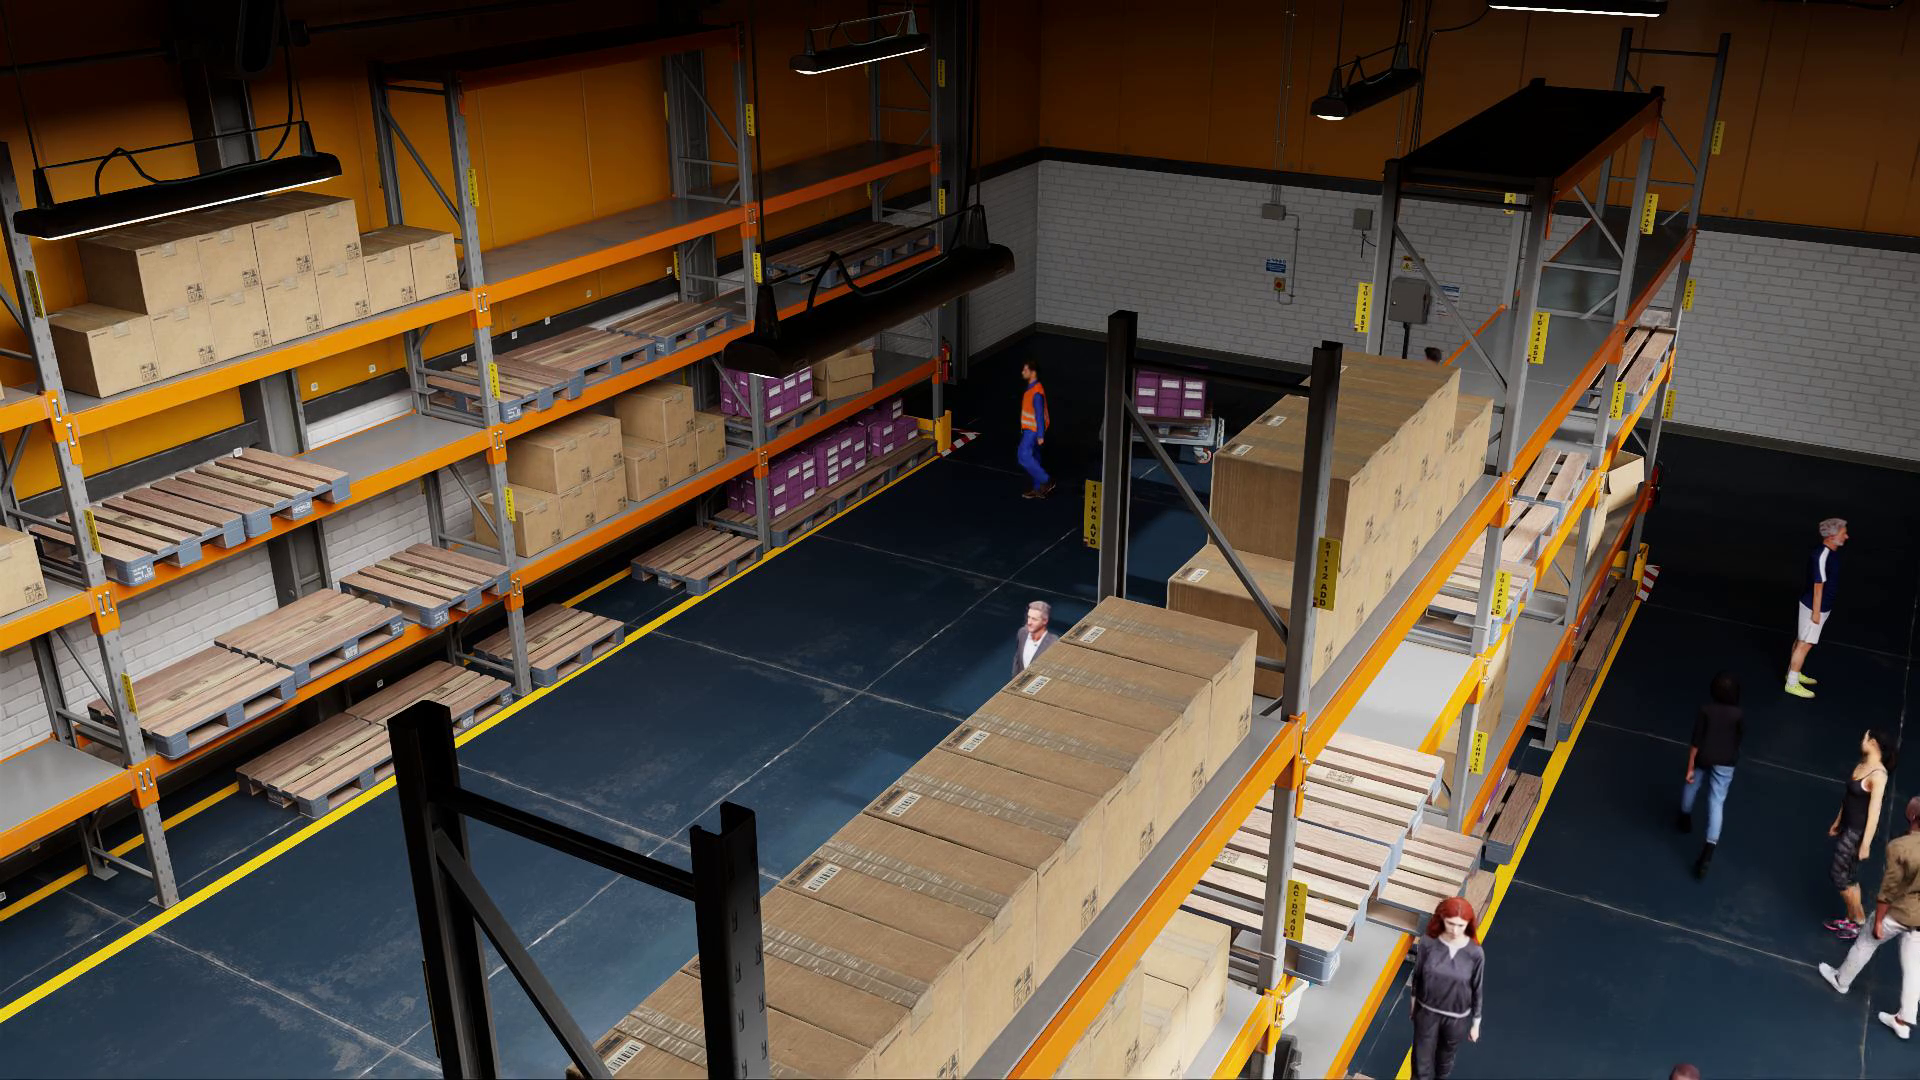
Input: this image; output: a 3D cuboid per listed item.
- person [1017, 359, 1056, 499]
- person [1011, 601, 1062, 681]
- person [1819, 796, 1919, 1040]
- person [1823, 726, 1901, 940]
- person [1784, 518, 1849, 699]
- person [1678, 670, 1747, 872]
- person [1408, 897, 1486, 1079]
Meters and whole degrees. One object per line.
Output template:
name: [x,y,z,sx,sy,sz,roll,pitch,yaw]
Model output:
person: [1.020,-1.363,20.712,0.902,1.845,0.833,0,24,-1]
person: [0.665,1.358,14.492,0.755,1.842,0.668,19,30,37]
person: [6.635,2.660,11.575,1.086,1.792,1.179,-3,24,-7]
person: [6.854,2.249,12.642,0.799,1.691,0.623,1,24,2]
person: [8.328,0.620,16.185,0.683,1.838,0.472,13,27,27]
person: [6.128,1.888,13.504,0.680,1.662,1.209,8,25,19]
person: [3.138,3.037,10.763,0.701,1.752,1.017,9,25,19]
